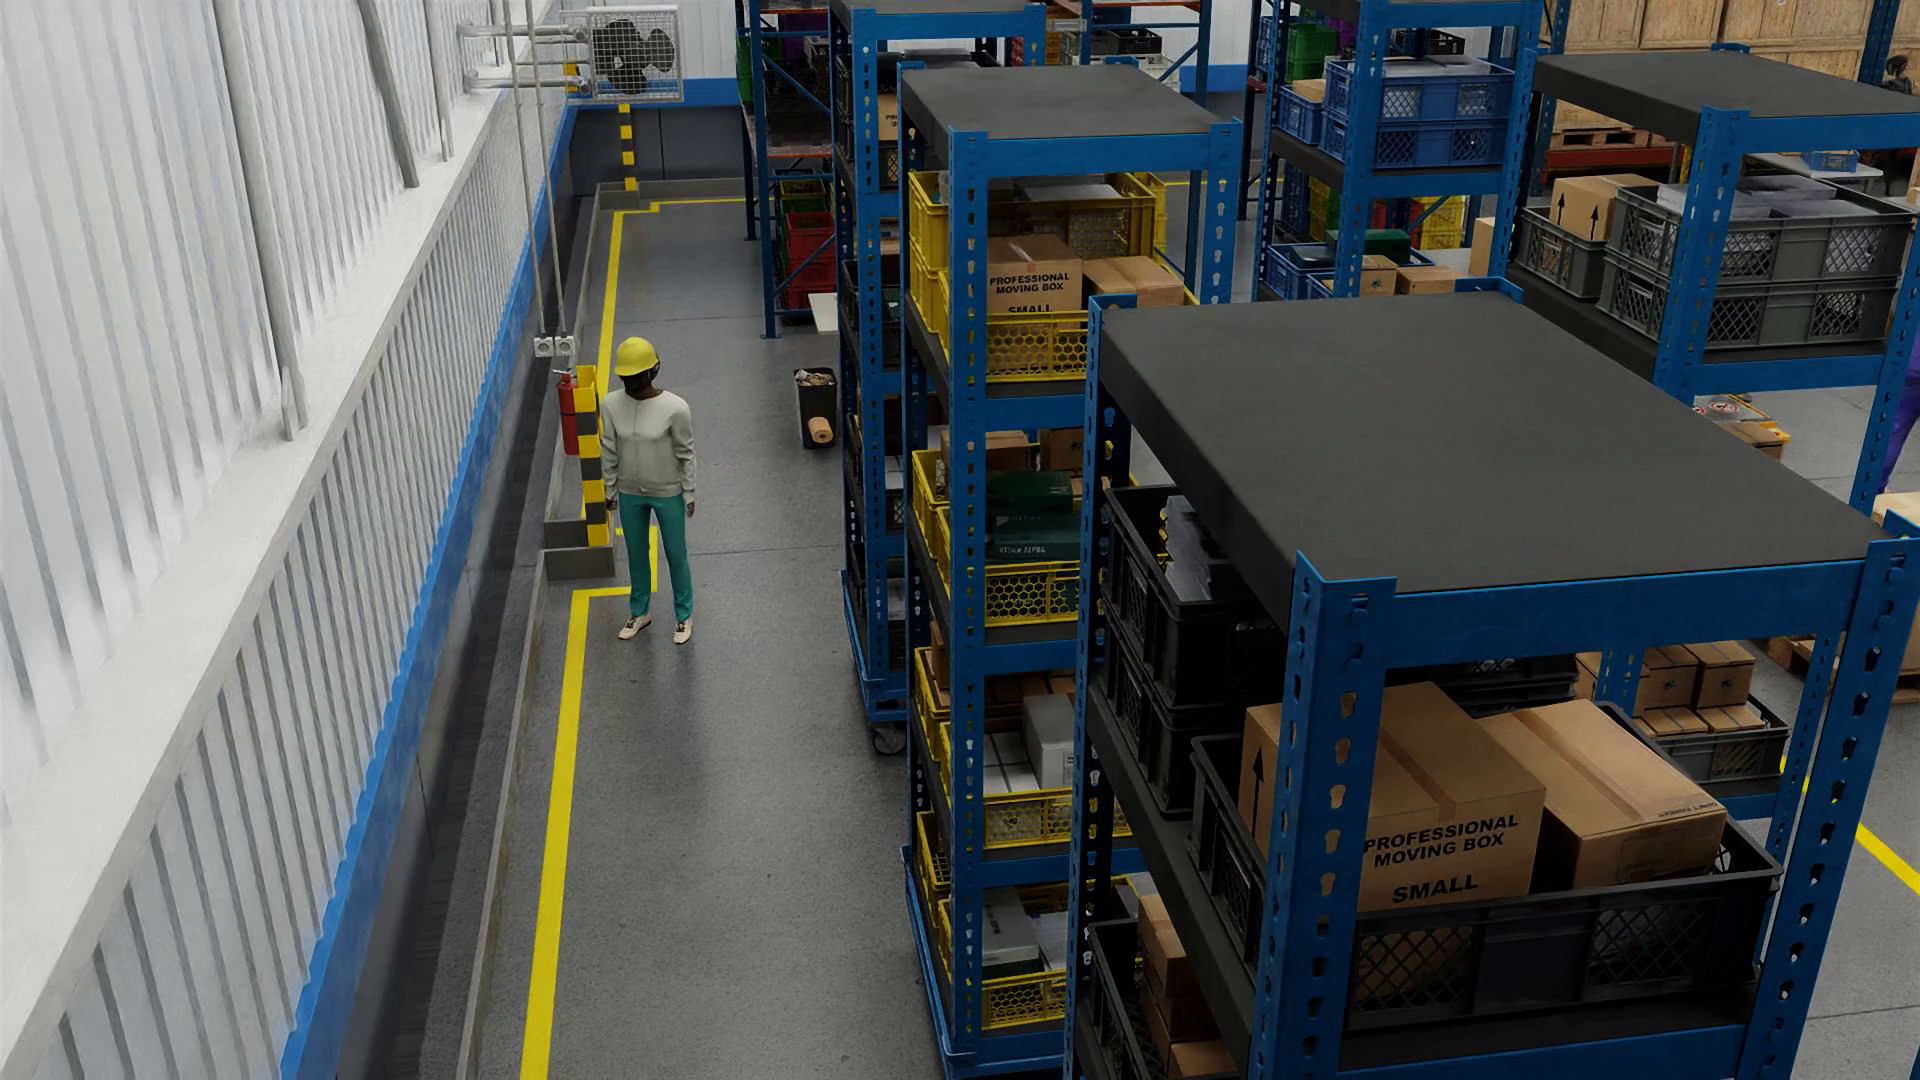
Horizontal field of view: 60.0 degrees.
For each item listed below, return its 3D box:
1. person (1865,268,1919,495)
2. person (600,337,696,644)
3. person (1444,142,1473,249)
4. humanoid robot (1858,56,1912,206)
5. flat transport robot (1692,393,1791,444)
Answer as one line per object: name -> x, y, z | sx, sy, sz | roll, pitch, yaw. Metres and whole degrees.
person -> 6.260, -1.120, 10.616 | 0.536, 2.000, 0.680 | -20, 32, -37
person -> -1.695, -0.258, 9.067 | 0.534, 1.767, 0.314 | 5, 25, 10
person -> 5.034, -3.790, 16.607 | 0.573, 1.883, 0.354 | -18, 30, -34
humanoid robot -> 10.330, -4.564, 18.555 | 0.736, 1.633, 0.412 | -12, 27, -25
flat transport robot -> 5.224, -0.859, 12.132 | 1.431, 0.197, 0.652 | -4, 25, -8
